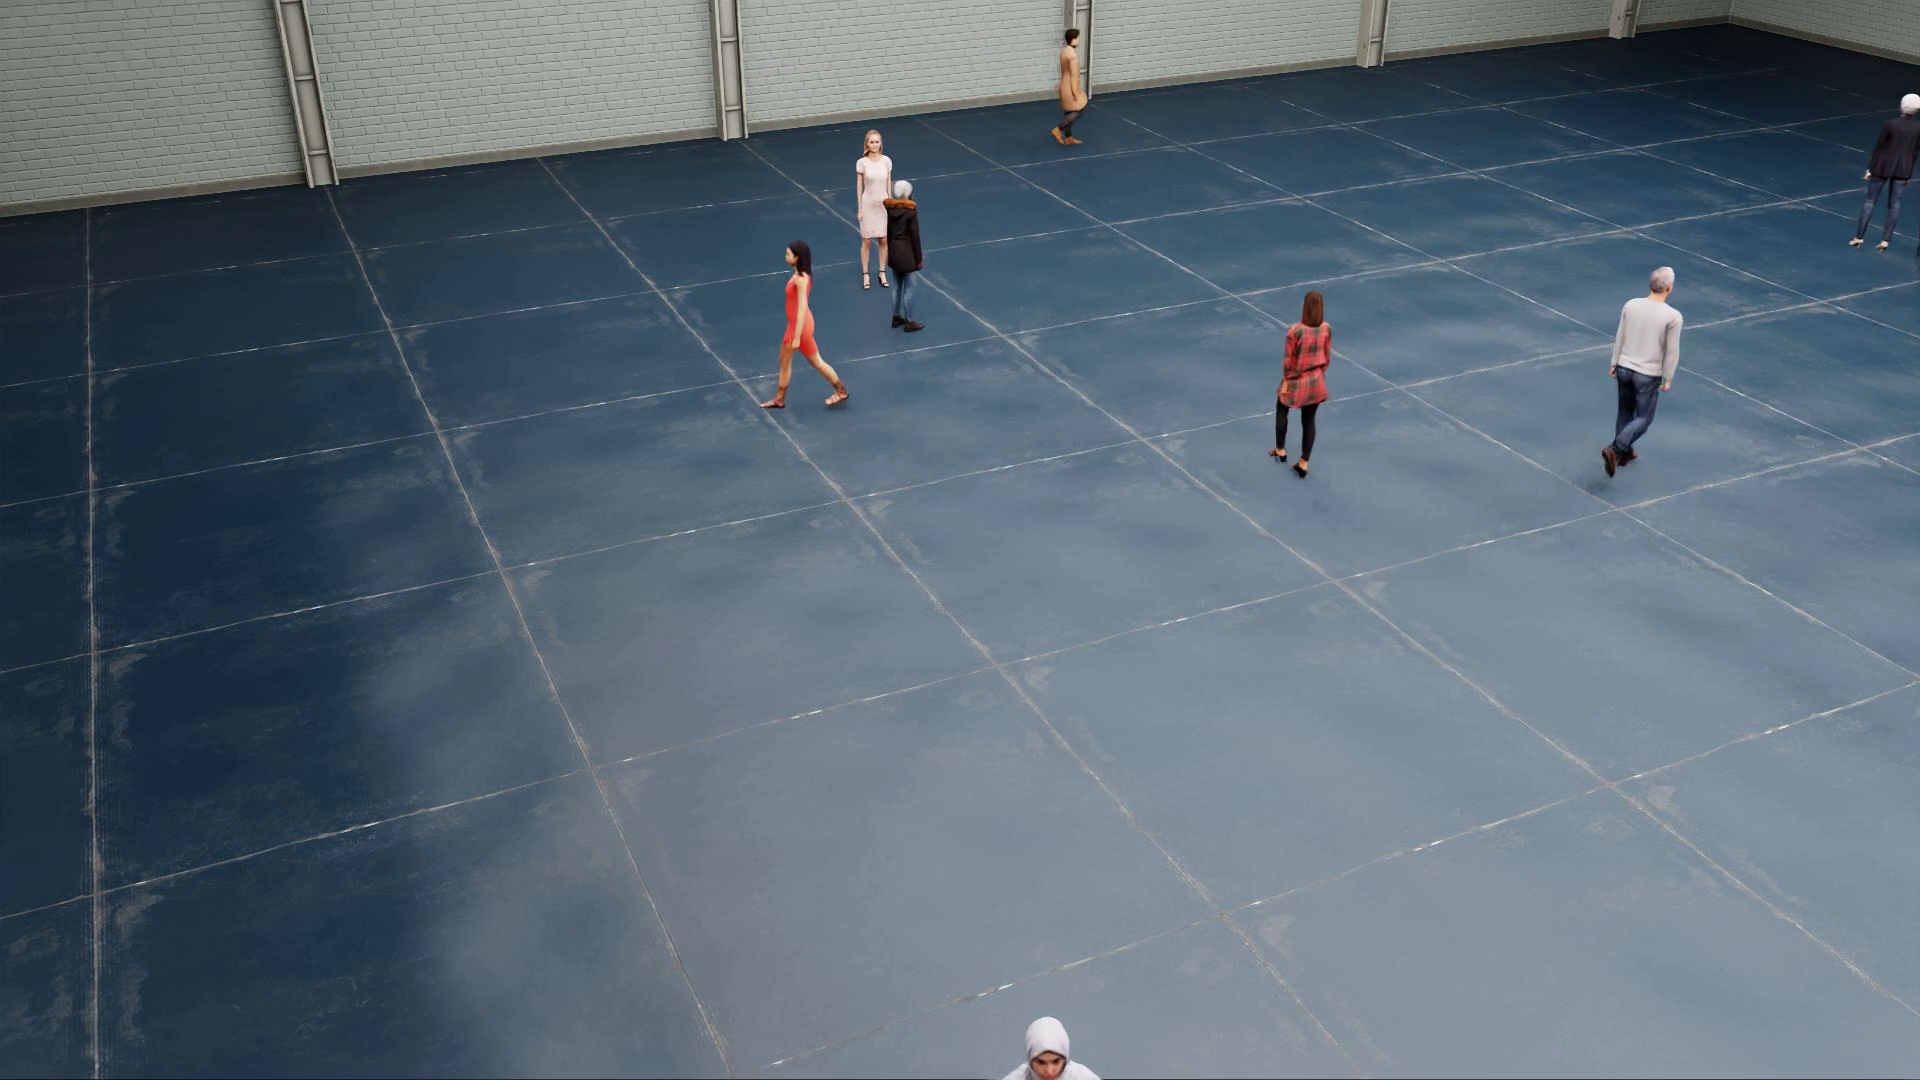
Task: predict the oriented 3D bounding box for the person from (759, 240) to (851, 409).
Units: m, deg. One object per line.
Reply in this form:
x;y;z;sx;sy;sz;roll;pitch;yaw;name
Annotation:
-1.428;-2.016;15.908;1.163;1.679;0.758;-6;29;-11;person

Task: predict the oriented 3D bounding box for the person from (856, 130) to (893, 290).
-0.982;-3.797;19.092;0.481;1.830;0.662;-8;29;-15;person

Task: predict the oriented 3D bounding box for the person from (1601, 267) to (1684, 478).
5.938;-1.440;14.604;1.157;1.888;0.924;-23;36;-36;person

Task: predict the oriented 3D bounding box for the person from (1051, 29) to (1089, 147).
1.562;-6.686;24.635;0.831;1.718;0.709;-8;29;-15;person

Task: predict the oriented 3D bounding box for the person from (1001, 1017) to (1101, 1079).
0.335;2.661;7.030;0.635;1.767;0.752;-1;28;-2;person

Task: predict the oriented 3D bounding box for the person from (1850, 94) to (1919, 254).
10.318;-4.108;18.521;0.813;1.780;0.788;9;29;16;person

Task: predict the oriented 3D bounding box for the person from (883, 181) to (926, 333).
-0.607;-3.070;17.933;0.716;1.635;0.718;24;36;37;person

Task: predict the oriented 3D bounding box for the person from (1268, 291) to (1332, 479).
3.053;-1.339;14.631;0.757;1.685;0.768;-7;29;-13;person
